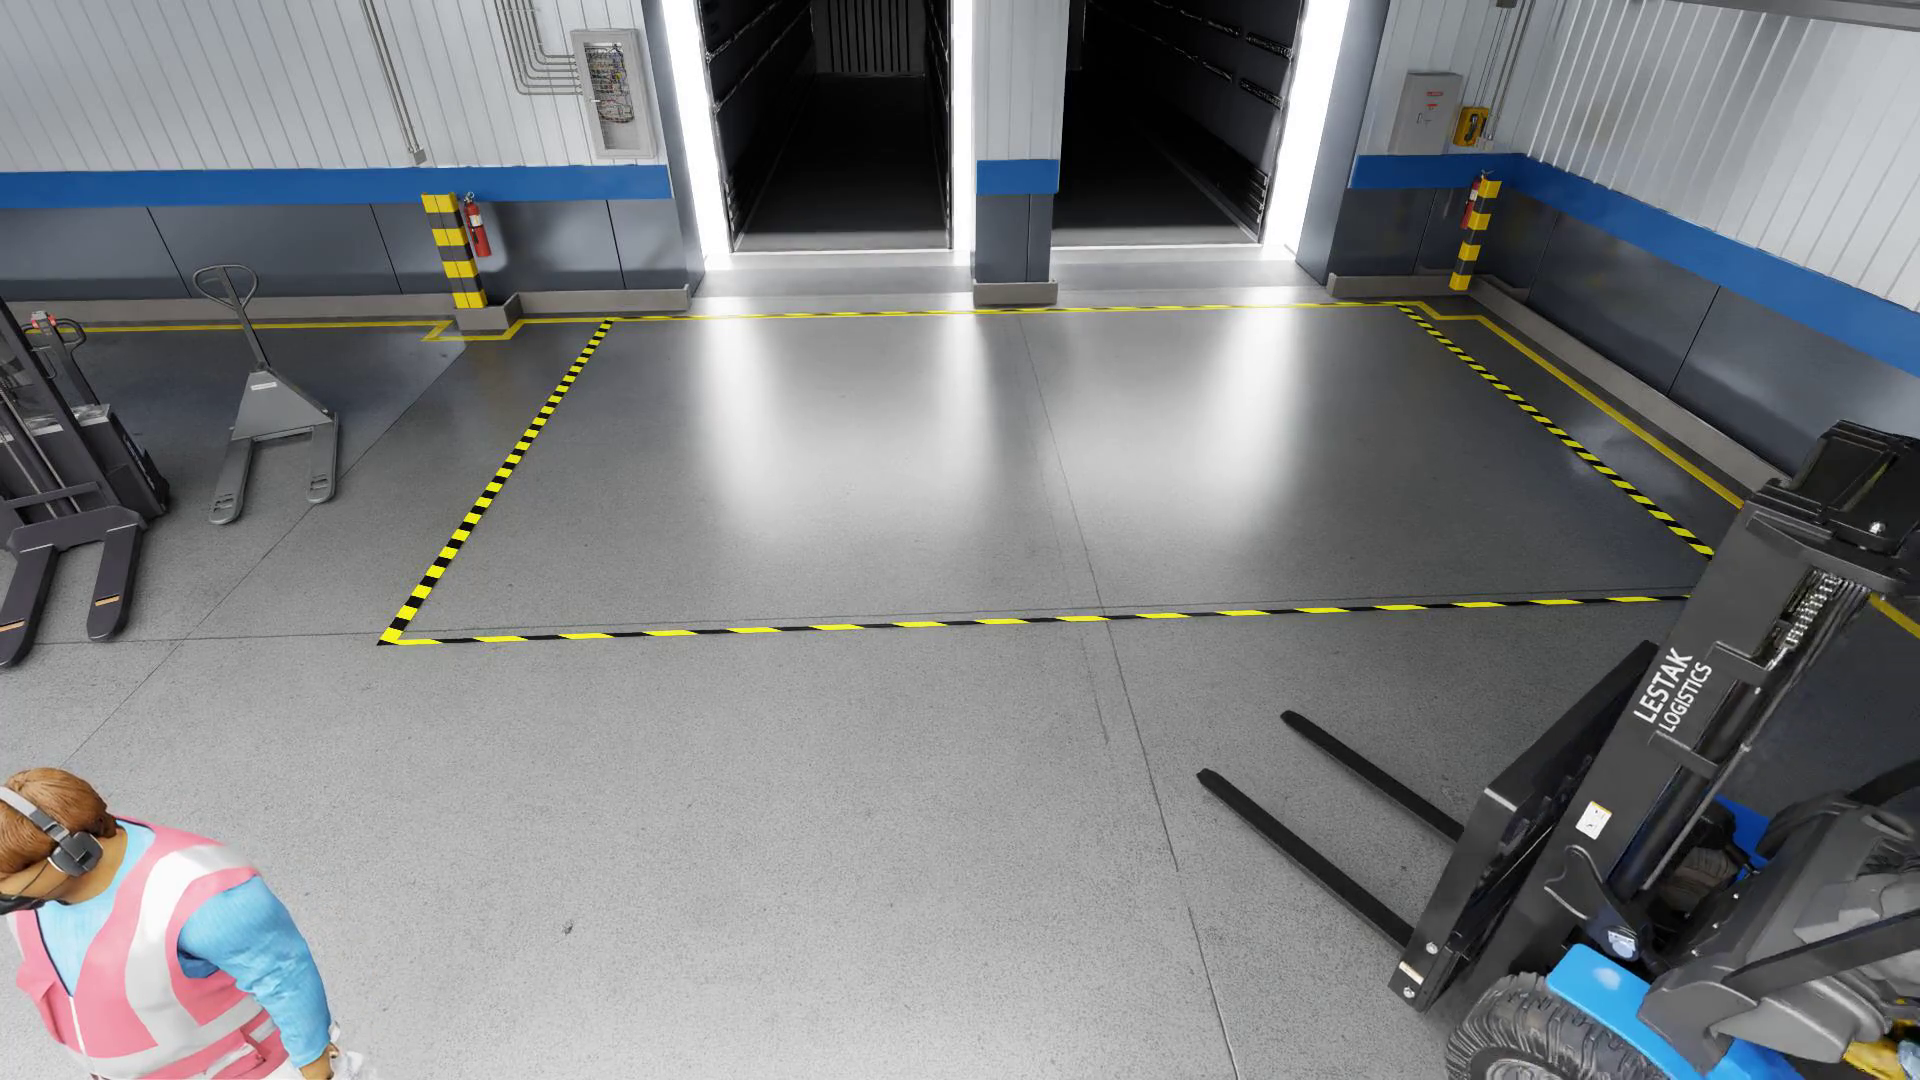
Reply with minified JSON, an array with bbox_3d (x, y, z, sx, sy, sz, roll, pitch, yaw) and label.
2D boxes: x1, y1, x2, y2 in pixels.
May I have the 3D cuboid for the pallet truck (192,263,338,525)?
[{"bbox_3d":[-4.778,-1.027,6.128,0.680,1.201,1.601,-17,38,-23],"label":"pallet truck"}]

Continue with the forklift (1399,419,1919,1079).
[{"bbox_3d":[2.727,1.166,2.004,1.157,2.036,2.680,-23,41,-30],"label":"forklift"}]

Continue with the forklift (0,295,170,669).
[{"bbox_3d":[-5.212,-0.618,4.878,0.823,1.965,1.885,-20,39,-26],"label":"forklift"}]

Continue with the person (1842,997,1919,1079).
[{"bbox_3d":[2.697,0.982,1.940,0.635,1.293,1.004,-23,41,-30],"label":"person"}]

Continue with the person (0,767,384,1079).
[{"bbox_3d":[-1.892,1.243,2.339,0.633,1.841,0.429,7,36,10],"label":"person"}]
